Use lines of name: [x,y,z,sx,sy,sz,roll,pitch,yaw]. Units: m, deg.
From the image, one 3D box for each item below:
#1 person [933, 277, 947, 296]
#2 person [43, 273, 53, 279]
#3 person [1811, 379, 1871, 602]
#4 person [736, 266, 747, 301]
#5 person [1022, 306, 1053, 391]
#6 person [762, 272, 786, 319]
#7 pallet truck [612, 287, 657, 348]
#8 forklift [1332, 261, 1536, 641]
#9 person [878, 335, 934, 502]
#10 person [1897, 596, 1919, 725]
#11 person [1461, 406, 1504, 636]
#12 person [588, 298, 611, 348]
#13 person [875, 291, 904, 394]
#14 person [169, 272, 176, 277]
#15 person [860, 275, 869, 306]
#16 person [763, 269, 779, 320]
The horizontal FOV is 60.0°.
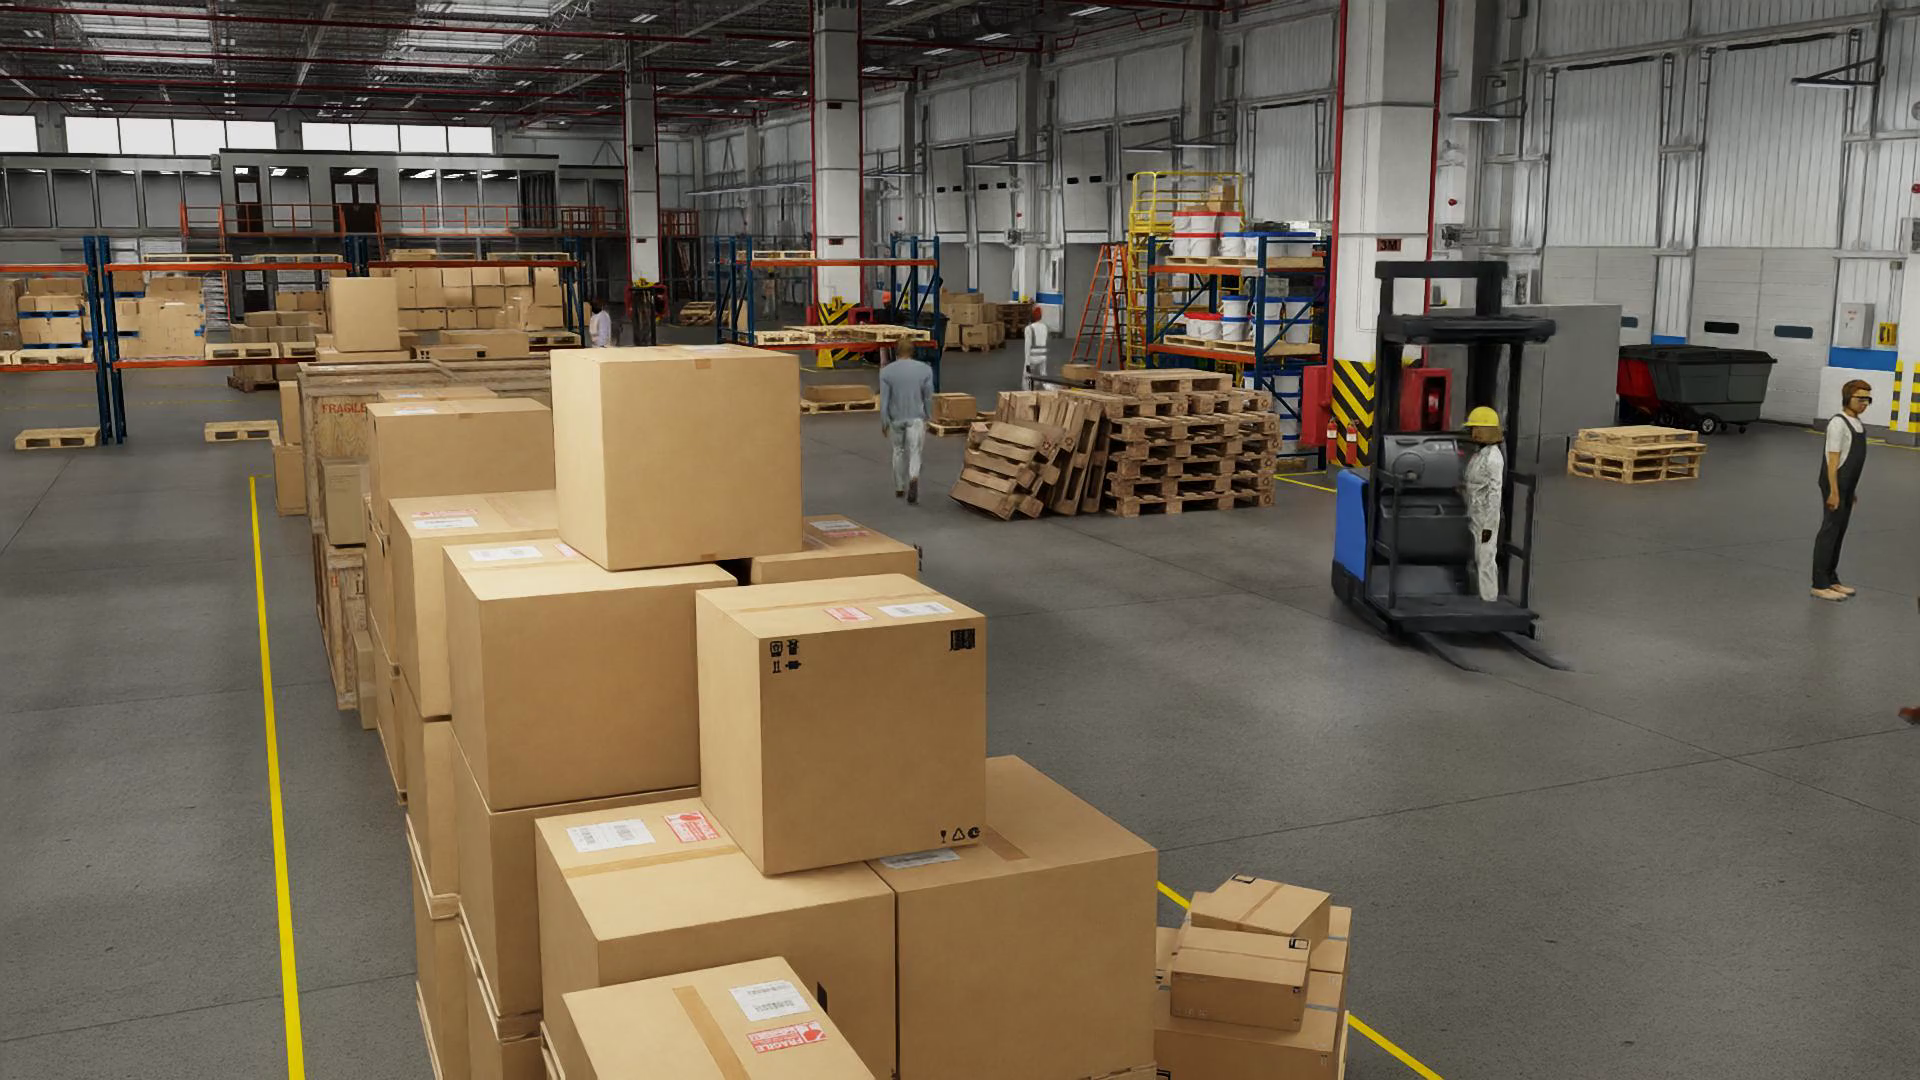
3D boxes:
person: [-0.682,-7.927,55.653,0.547,1.699,0.318,8,13,37]
person: [-24.895,-6.270,45.552,0.606,2.044,0.373,0,10,0]
person: [7.350,-0.418,13.855,0.345,1.842,0.505,10,14,44]
person: [-8.759,-9.943,66.053,0.602,1.949,0.393,1,10,4]
person: [1.359,-3.108,28.691,0.565,1.854,0.914,-7,13,-35]
person: [-7.011,-9.184,62.360,1.043,1.780,0.639,4,11,19]
pallet truck: [-6.464,-4.406,35.401,0.823,1.965,1.885,6,12,32]
forklift: [3.675,-0.777,12.967,1.129,2.768,1.873,0,10,-1]
person: [-0.612,-1.378,18.968,0.629,1.915,0.871,0,10,0]
person: [5.923,0.258,9.938,0.657,1.909,0.790,-7,12,-34]
person: [3.932,-0.143,12.610,0.295,1.743,0.493,0,10,-1]
person: [-7.119,-3.922,33.241,0.732,1.816,0.628,-10,14,-43]
person: [-1.361,-3.779,31.954,0.611,1.995,0.376,6,12,29]
person: [-25.425,-7.691,53.719,0.646,1.917,0.525,9,14,42]
person: [-3.628,-8.907,61.053,0.576,1.695,0.967,-1,10,-8]
person: [-6.953,-9.055,61.220,0.592,1.926,0.366,0,10,-2]
